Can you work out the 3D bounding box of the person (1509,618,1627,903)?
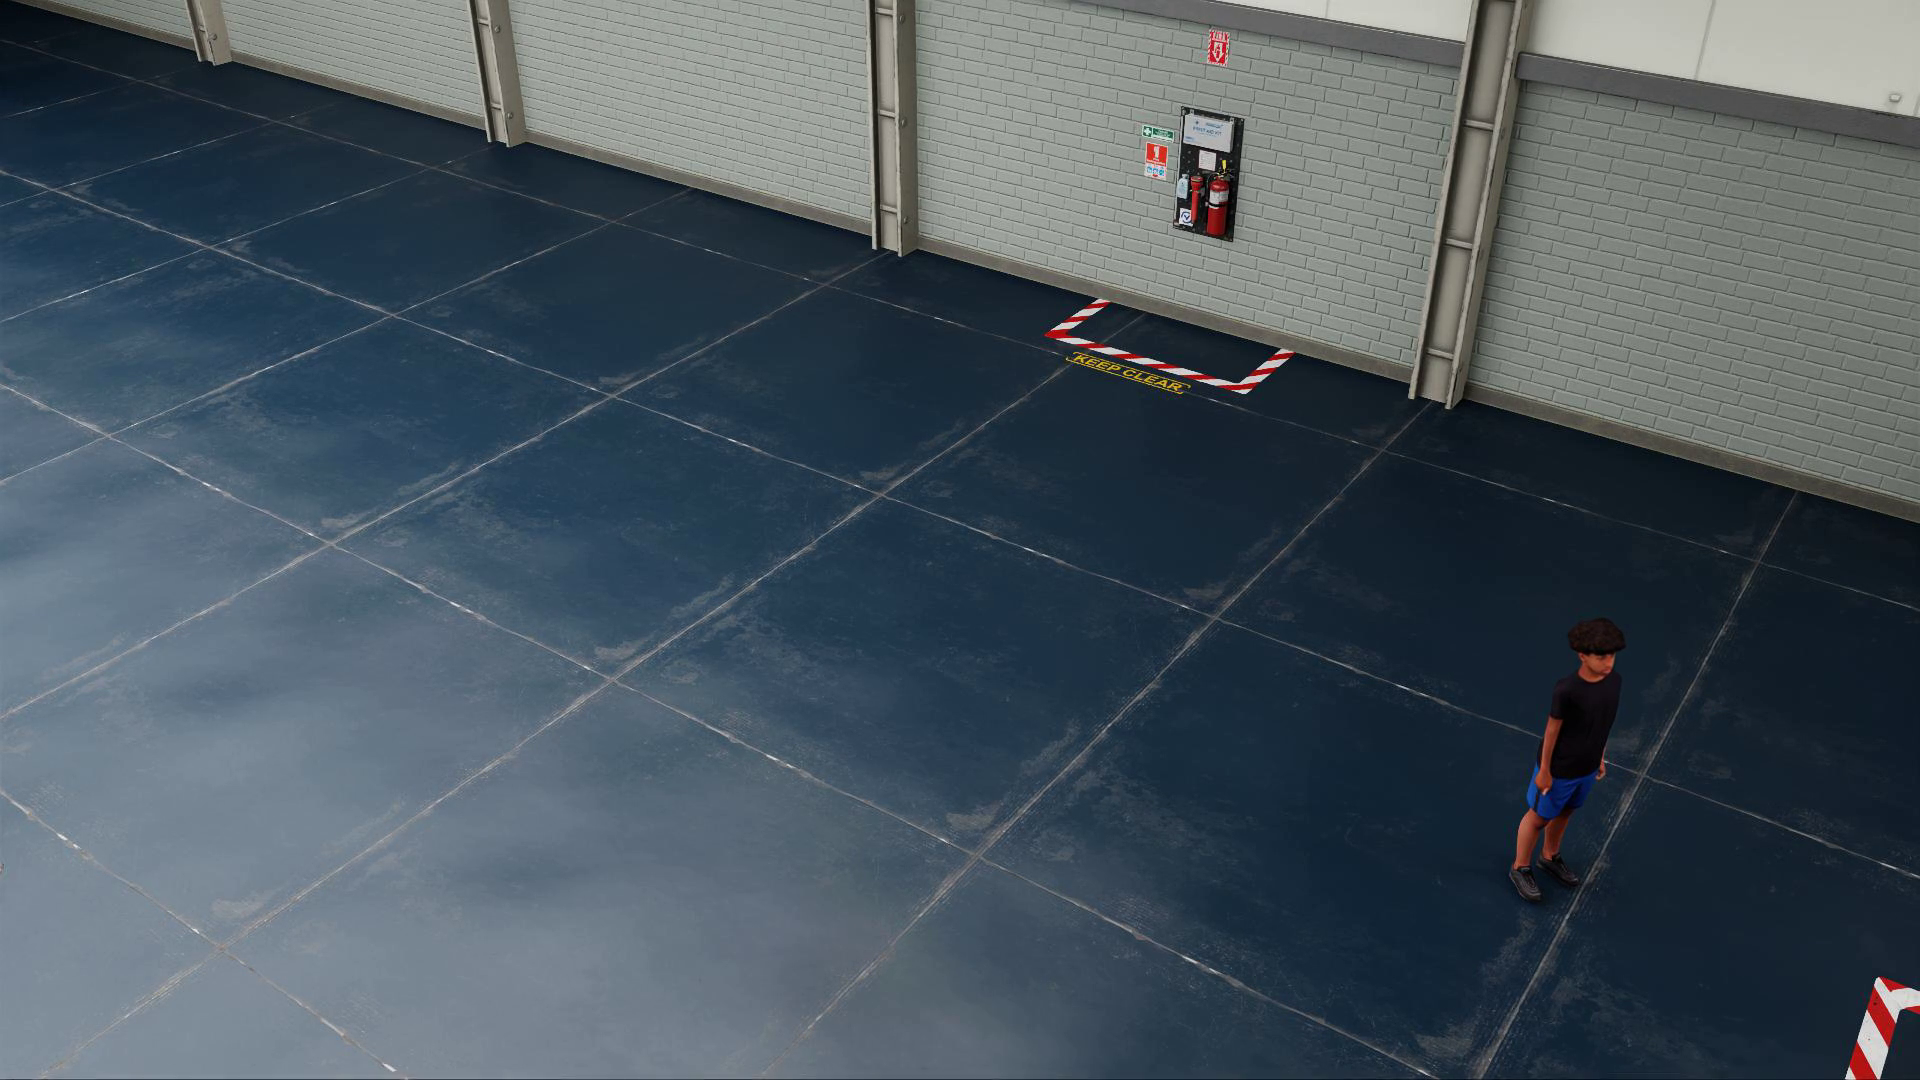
[{"bbox_3d":[3.359,1.192,9.180,0.712,1.800,0.741,-13,35,-20],"label":"person"}]
